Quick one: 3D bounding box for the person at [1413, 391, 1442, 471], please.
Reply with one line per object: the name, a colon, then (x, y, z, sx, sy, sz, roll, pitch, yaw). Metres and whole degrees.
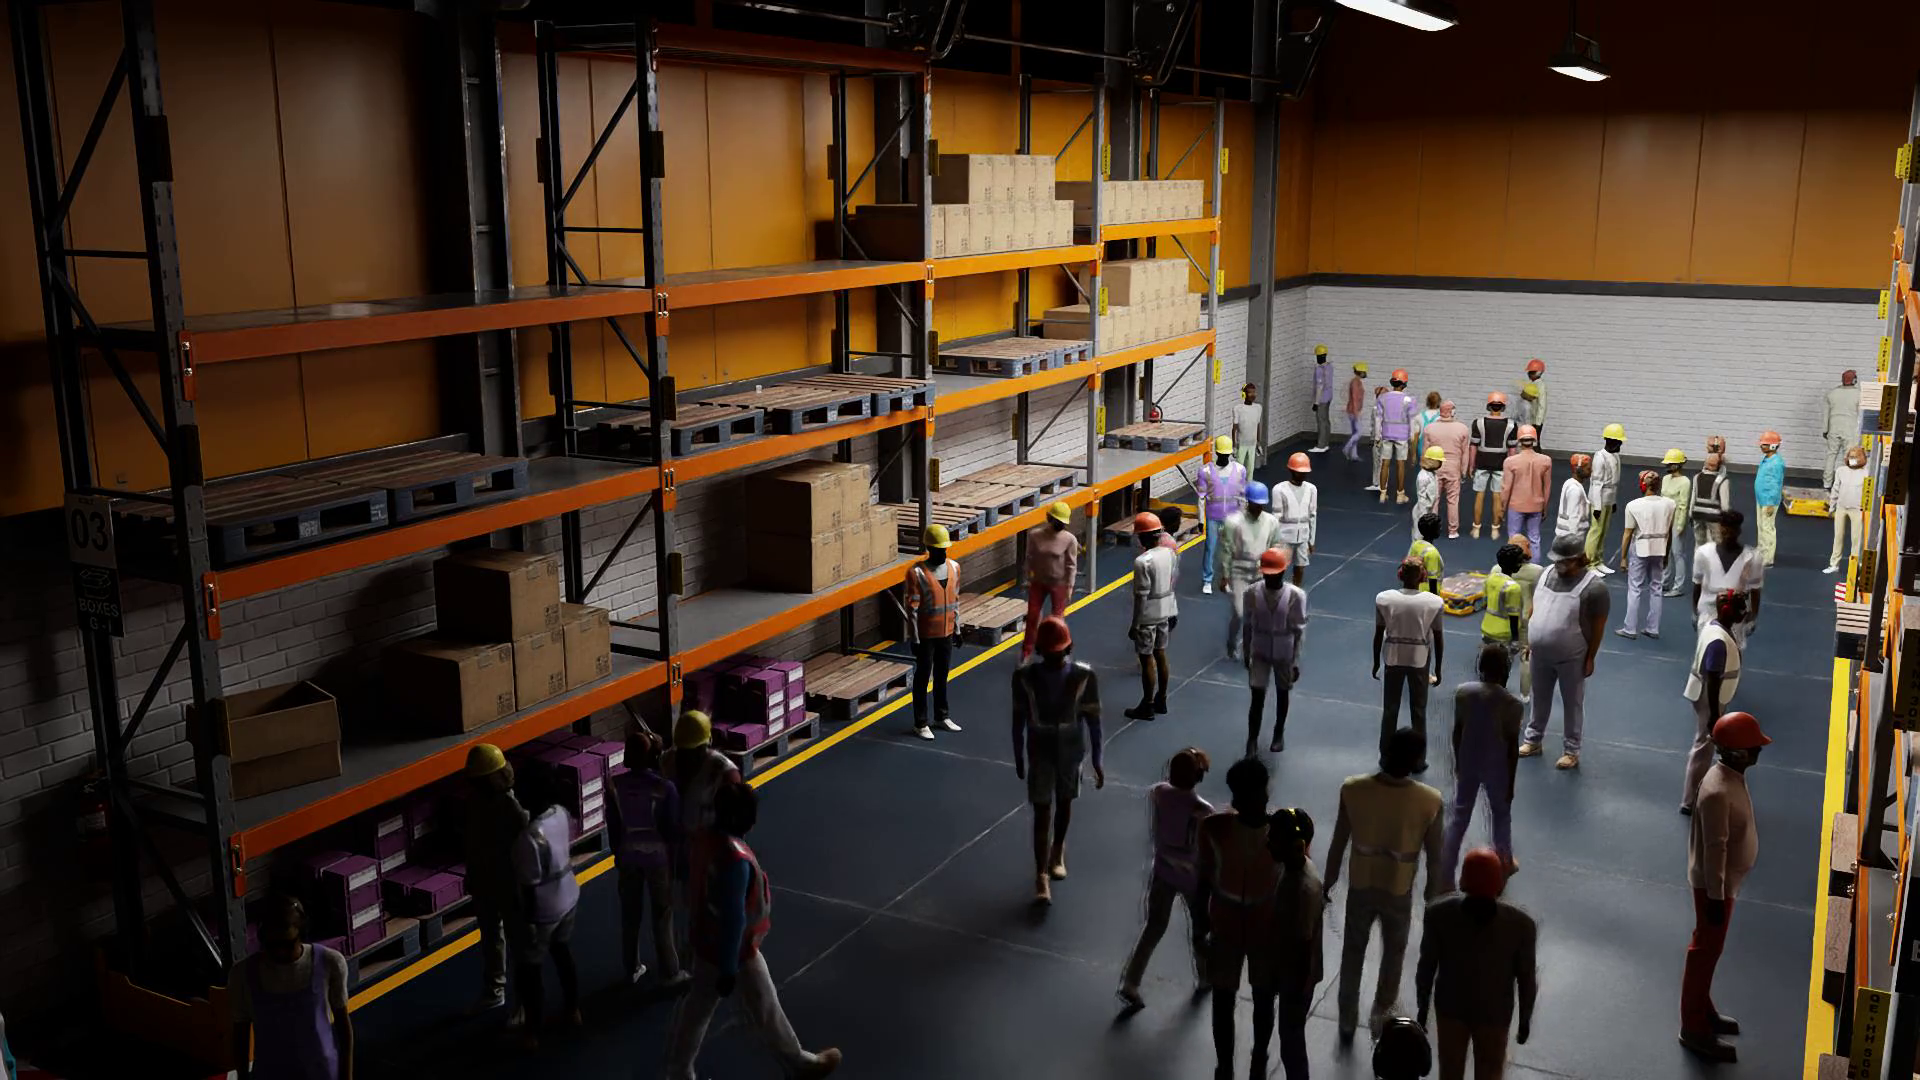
person: (6.808, -1.235, 24.110, 0.555, 1.830, 0.567, 10, 16, 37)

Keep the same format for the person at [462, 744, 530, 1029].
person: (-2.732, 2.017, 9.769, 0.483, 1.735, 0.311, 7, 14, 29)

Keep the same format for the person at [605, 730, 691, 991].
person: (-1.922, 1.966, 10.215, 0.514, 1.639, 0.310, 4, 13, 18)

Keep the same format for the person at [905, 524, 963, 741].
person: (-0.215, 0.802, 14.777, 0.587, 1.927, 0.368, -11, 17, -40)

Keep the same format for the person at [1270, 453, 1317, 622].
person: (3.703, -0.018, 18.455, 0.539, 1.929, 0.384, -3, 13, -15)

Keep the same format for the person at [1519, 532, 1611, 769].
person: (5.051, 0.910, 14.036, 0.535, 2.000, 0.674, -10, 16, -39)

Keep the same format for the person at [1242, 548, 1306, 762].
person: (2.645, 0.977, 14.101, 0.549, 1.873, 0.991, 4, 13, 17)

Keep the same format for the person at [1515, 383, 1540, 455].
person: (8.887, -1.658, 26.303, 0.377, 1.699, 0.674, 1, 13, 3)

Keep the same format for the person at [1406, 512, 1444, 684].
person: (4.577, 0.564, 16.363, 0.318, 1.697, 0.535, -1, 13, -5)

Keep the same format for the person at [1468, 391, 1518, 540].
person: (7.249, -1.011, 22.675, 0.611, 2.030, 0.410, 3, 13, 12)

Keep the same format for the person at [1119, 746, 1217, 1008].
person: (1.300, 2.028, 10.024, 0.796, 1.613, 0.519, -12, 17, -43)

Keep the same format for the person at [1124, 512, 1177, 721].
person: (1.728, 0.695, 15.253, 0.370, 1.928, 0.543, 10, 16, 39)

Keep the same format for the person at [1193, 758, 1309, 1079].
person: (1.547, 2.116, 8.859, 0.657, 1.930, 0.636, 4, 13, 17)

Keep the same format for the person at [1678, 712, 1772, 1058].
person: (4.354, 1.941, 9.519, 0.373, 1.996, 0.621, 7, 14, 28)

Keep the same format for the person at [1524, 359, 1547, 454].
person: (9.213, -1.910, 26.766, 0.388, 1.992, 0.622, 1, 13, 3)

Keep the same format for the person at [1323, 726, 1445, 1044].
person: (2.403, 1.999, 9.523, 0.681, 1.883, 0.558, 4, 13, 17)

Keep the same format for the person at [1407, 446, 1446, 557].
person: (5.641, -0.284, 20.106, 0.380, 1.728, 0.482, 8, 15, 31)

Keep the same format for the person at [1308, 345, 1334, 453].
person: (6.438, -2.517, 29.644, 0.383, 1.923, 0.588, 8, 15, 33)

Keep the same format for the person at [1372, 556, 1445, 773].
person: (3.732, 1.043, 13.883, 0.570, 1.842, 0.377, 4, 13, 18)

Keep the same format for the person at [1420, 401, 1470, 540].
person: (6.599, -0.950, 22.682, 0.639, 1.901, 0.406, 3, 13, 14)

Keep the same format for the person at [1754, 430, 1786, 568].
person: (10.219, -0.523, 21.100, 0.339, 1.749, 0.573, 2, 13, 8)

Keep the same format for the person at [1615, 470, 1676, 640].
person: (7.350, 0.173, 17.805, 0.560, 1.836, 0.394, -2, 13, -8)

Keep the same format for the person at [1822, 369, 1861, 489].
person: (13.892, -1.724, 26.128, 0.407, 1.910, 0.638, -11, 17, -40)

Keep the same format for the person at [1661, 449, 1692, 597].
person: (8.411, -0.205, 19.668, 0.338, 1.762, 0.523, -2, 13, -10)

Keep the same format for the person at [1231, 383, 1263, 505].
person: (4.281, -1.409, 24.793, 0.521, 1.876, 0.325, -5, 14, -23)

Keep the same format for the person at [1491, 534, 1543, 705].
person: (5.223, 0.751, 15.674, 0.508, 1.633, 0.280, 1, 13, 6)

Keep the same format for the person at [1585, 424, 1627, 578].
person: (7.999, -0.492, 20.603, 0.403, 1.919, 0.581, 10, 16, 38)

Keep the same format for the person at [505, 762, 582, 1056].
person: (-2.391, 2.090, 9.562, 0.359, 1.683, 0.545, 4, 13, 16)

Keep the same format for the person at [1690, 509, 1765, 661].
person: (7.135, 0.638, 15.500, 0.605, 1.945, 0.699, 7, 14, 29)

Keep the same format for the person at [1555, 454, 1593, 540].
person: (6.854, -0.032, 18.612, 0.362, 1.883, 0.575, 4, 13, 16)

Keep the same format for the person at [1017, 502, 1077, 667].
person: (0.898, 0.445, 16.846, 0.594, 1.727, 0.417, 4, 13, 18)

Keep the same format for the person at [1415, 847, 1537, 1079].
person: (2.578, 2.333, 8.349, 0.586, 1.733, 0.447, 6, 14, 24)

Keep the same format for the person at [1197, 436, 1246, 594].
person: (3.096, -0.293, 19.712, 0.581, 1.919, 0.402, -1, 13, -6)

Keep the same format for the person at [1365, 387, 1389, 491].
person: (6.607, -1.592, 26.140, 0.309, 1.641, 0.515, 12, 17, 42)

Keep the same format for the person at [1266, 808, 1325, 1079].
person: (1.687, 2.241, 8.491, 0.325, 1.860, 0.515, 1, 13, 5)

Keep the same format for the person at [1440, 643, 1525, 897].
person: (3.642, 1.587, 11.576, 0.515, 1.796, 0.977, 10, 16, 37)

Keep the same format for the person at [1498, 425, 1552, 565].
person: (6.776, -0.393, 19.990, 0.608, 1.986, 0.391, -1, 13, -3)

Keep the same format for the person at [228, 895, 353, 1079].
person: (-3.007, 2.460, 7.553, 0.506, 1.837, 0.347, -4, 13, -18)

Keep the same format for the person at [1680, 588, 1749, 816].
person: (5.844, 1.258, 12.947, 0.387, 1.836, 0.564, 6, 14, 25)

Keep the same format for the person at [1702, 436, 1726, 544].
person: (9.659, -0.524, 21.363, 0.307, 1.639, 0.525, 6, 14, 24)

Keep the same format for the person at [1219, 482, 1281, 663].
person: (2.935, 0.350, 16.777, 0.632, 1.929, 0.438, -3, 13, -11)

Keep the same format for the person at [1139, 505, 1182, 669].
person: (2.028, 0.480, 16.782, 0.453, 1.660, 0.556, -2, 13, -8)

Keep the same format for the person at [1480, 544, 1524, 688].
person: (4.896, 0.862, 15.028, 0.321, 1.695, 0.530, -2, 13, -9)

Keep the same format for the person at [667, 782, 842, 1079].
person: (-1.181, 2.166, 8.998, 0.967, 1.779, 0.649, -6, 14, -26)

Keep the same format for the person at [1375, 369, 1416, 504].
person: (6.582, -1.567, 25.120, 0.615, 2.041, 0.386, 7, 15, 30)

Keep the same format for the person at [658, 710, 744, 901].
person: (-1.564, 1.852, 10.394, 0.616, 1.800, 0.721, 8, 15, 30)

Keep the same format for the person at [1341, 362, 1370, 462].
person: (6.821, -2.188, 28.549, 0.374, 1.756, 0.565, 5, 13, 21)

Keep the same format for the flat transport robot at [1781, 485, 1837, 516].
flat transport robot: (12.611, -0.590, 24.749, 0.652, 0.197, 1.431, 5, 13, 20)

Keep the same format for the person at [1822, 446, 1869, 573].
person: (11.034, -0.354, 20.616, 0.275, 1.632, 0.507, -9, 16, -36)

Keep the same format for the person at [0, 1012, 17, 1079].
person: (-4.209, 2.588, 7.003, 0.429, 1.833, 0.636, 3, 13, 15)

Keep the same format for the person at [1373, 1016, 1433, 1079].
person: (1.681, 2.713, 6.427, 0.503, 1.839, 0.340, -1, 13, -4)

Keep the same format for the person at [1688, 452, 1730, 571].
person: (9.083, -0.253, 20.168, 0.401, 1.621, 0.559, -7, 14, -28)

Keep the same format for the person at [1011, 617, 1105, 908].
person: (0.673, 1.505, 11.468, 0.641, 1.987, 1.024, 0, 13, 0)
